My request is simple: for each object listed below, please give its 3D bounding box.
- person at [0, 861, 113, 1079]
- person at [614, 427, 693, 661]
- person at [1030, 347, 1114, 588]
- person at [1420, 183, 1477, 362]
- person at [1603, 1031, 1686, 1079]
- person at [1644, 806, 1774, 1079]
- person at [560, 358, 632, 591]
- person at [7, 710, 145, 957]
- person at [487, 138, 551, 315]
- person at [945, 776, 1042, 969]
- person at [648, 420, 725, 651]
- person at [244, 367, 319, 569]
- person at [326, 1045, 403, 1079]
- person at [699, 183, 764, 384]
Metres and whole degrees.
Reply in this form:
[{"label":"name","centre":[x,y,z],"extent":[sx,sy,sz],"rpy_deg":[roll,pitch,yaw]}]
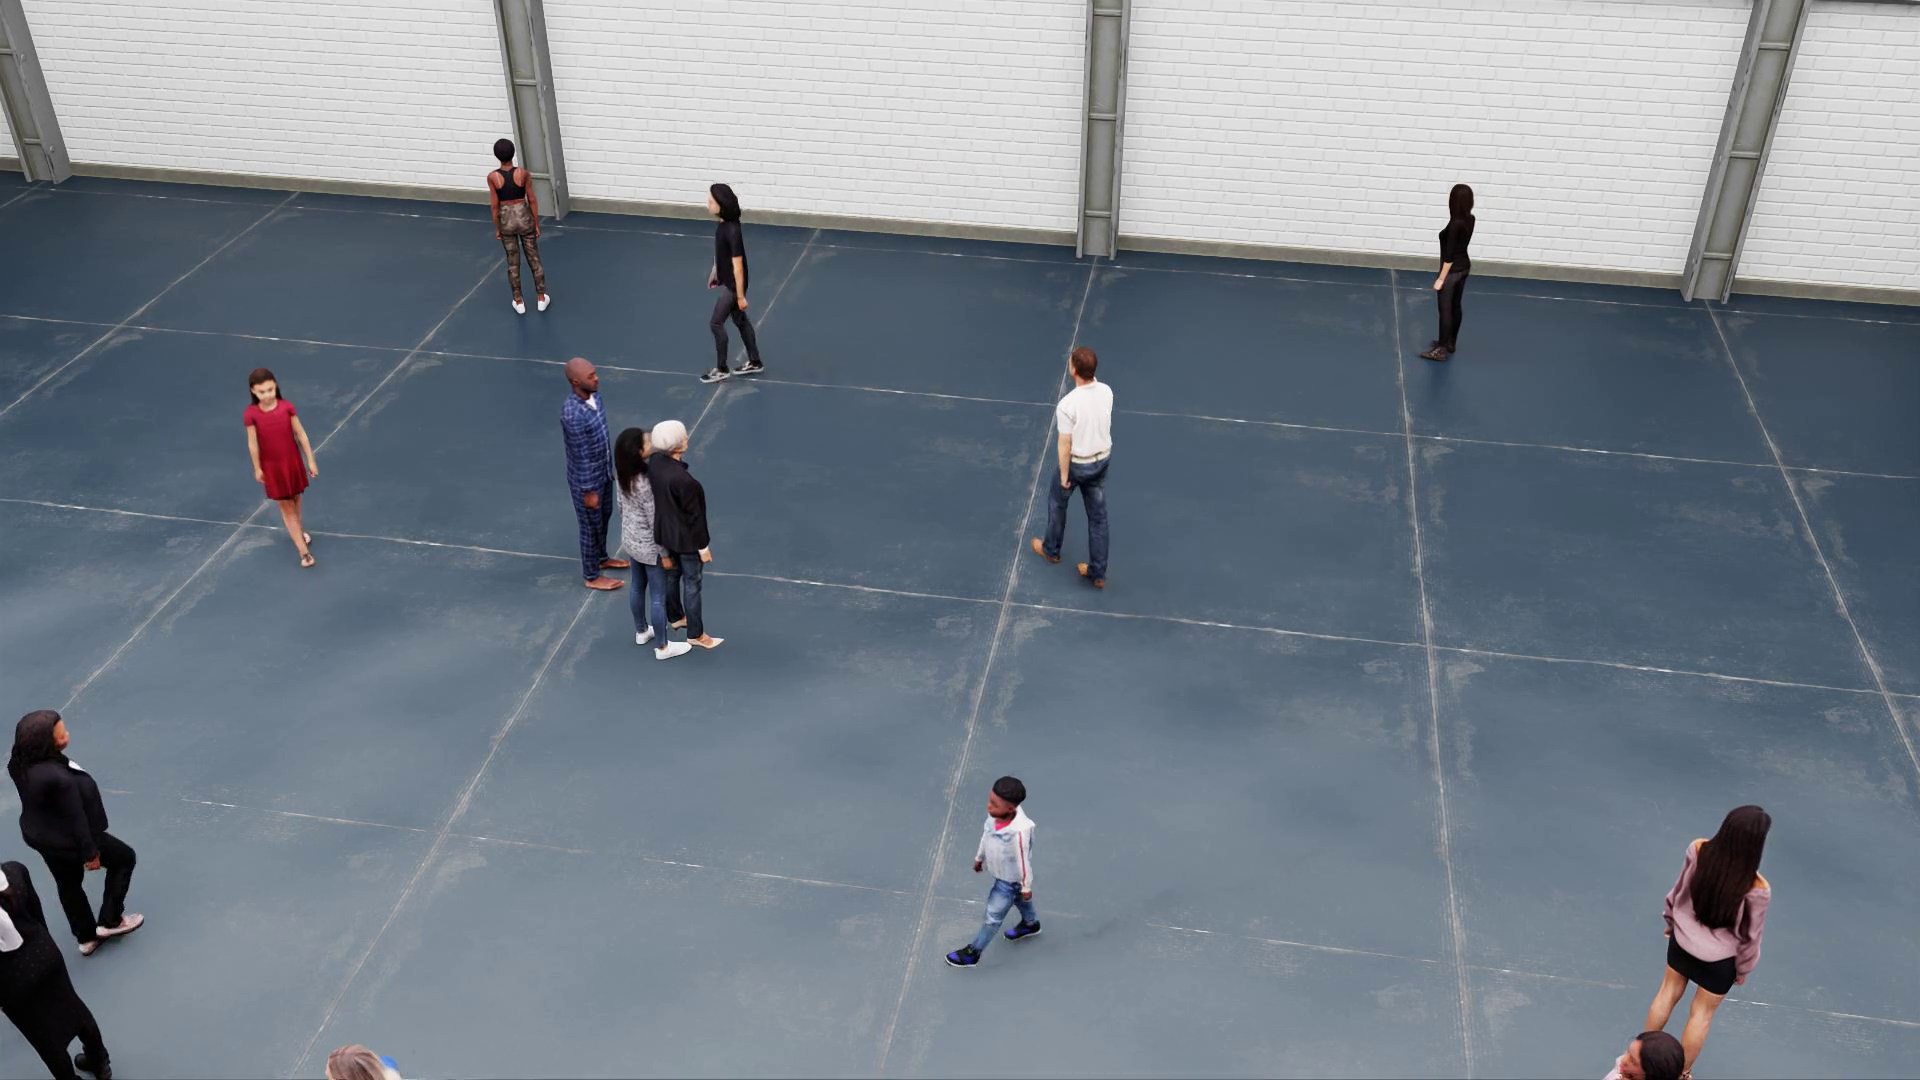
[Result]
[{"label":"person","centre":[-4.493,2.087,8.021],"extent":[0.537,1.779,0.603],"rpy_deg":[8,34,12]},{"label":"person","centre":[-2.119,0.012,11.184],"extent":[0.744,1.732,0.662],"rpy_deg":[-26,41,-33]},{"label":"person","centre":[0.948,-0.478,11.835],"extent":[1.021,1.828,1.058],"rpy_deg":[-17,37,-24]},{"label":"person","centre":[4.427,-2.400,14.895],"extent":[0.665,1.641,0.649],"rpy_deg":[26,42,34]},{"label":"person","centre":[2.780,2.707,7.121],"extent":[0.583,1.741,0.610],"rpy_deg":[-2,34,-2]},{"label":"person","centre":[3.628,2.006,8.114],"extent":[0.753,1.810,0.691],"rpy_deg":[-21,39,-29]},{"label":"person","centre":[-2.641,-0.480,11.848],"extent":[0.572,1.817,0.626],"rpy_deg":[6,34,8]},{"label":"person","centre":[-4.831,1.634,8.865],"extent":[0.706,1.599,0.826],"rpy_deg":[17,37,24]},{"label":"person","centre":[-4.190,-2.971,15.703],"extent":[0.592,1.699,0.711],"rpy_deg":[-9,35,-14]},{"label":"person","centre":[0.321,1.760,9.009],"extent":[0.920,1.230,0.785],"rpy_deg":[-14,36,-20]},{"label":"person","centre":[-1.837,-0.069,11.036],"extent":[0.808,1.781,0.828],"rpy_deg":[-24,40,-31]},{"label":"person","centre":[-5.034,-0.609,12.305],"extent":[0.929,1.525,0.992],"rpy_deg":[-21,39,-29]},{"label":"person","centre":[-2.363,2.741,7.116],"extent":[0.789,1.691,0.662],"rpy_deg":[3,34,5]},{"label":"person","centre":[-1.908,-2.265,14.532],"extent":[0.917,1.818,0.806],"rpy_deg":[-5,34,-8]}]
